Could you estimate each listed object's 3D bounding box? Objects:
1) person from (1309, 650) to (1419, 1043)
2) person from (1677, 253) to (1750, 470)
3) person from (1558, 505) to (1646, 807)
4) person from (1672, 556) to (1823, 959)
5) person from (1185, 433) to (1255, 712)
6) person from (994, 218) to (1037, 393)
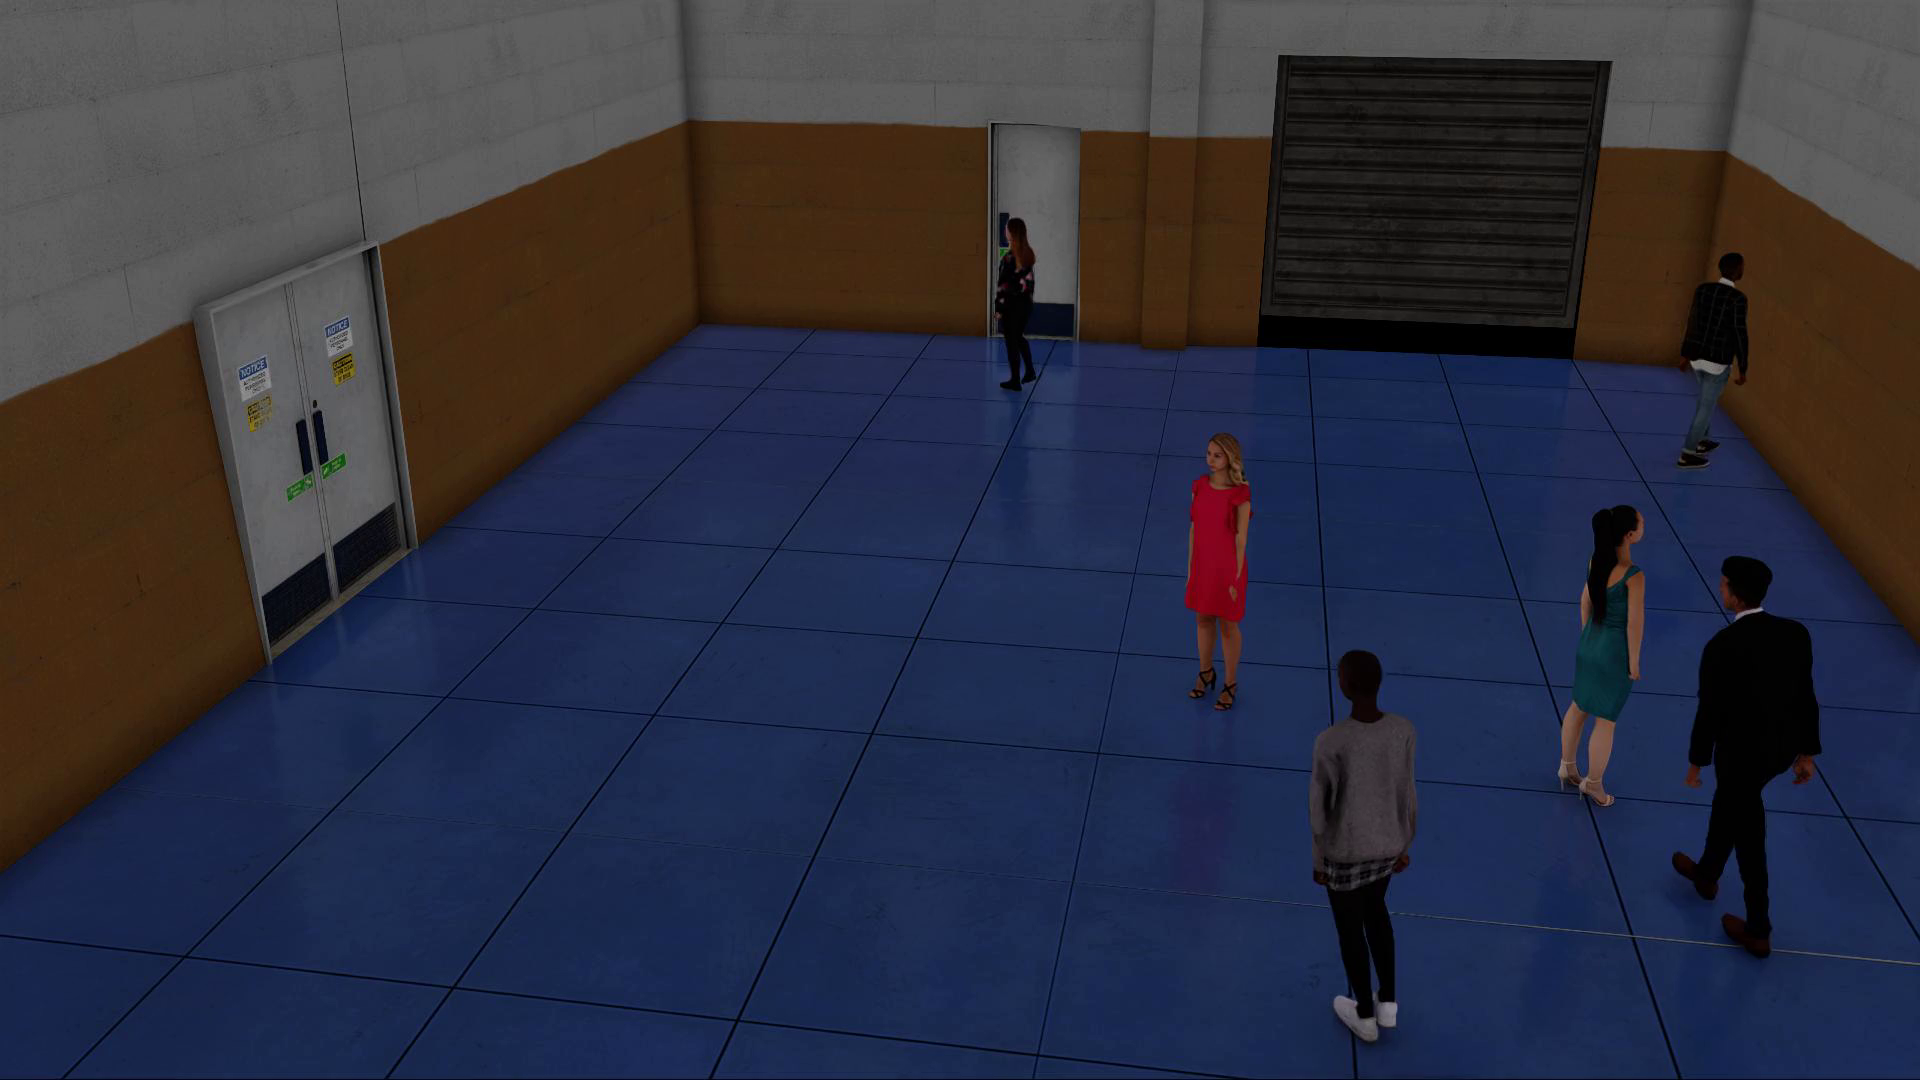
[{"bbox_3d":[1.706,1.325,6.915,0.704,1.745,0.794,-3,22,-7],"label":"person"},{"bbox_3d":[6.162,-1.468,13.785,1.053,1.805,0.974,-10,24,-23],"label":"person"},{"bbox_3d":[3.409,0.604,8.788,0.641,1.687,0.630,-8,23,-19],"label":"person"},{"bbox_3d":[3.670,1.026,7.555,1.070,1.823,1.068,-6,23,-14],"label":"person"},{"bbox_3d":[1.541,0.175,9.808,0.641,1.721,0.729,19,29,40],"label":"person"},{"bbox_3d":[0.599,-2.217,15.823,0.753,1.675,0.718,19,29,39],"label":"person"}]
